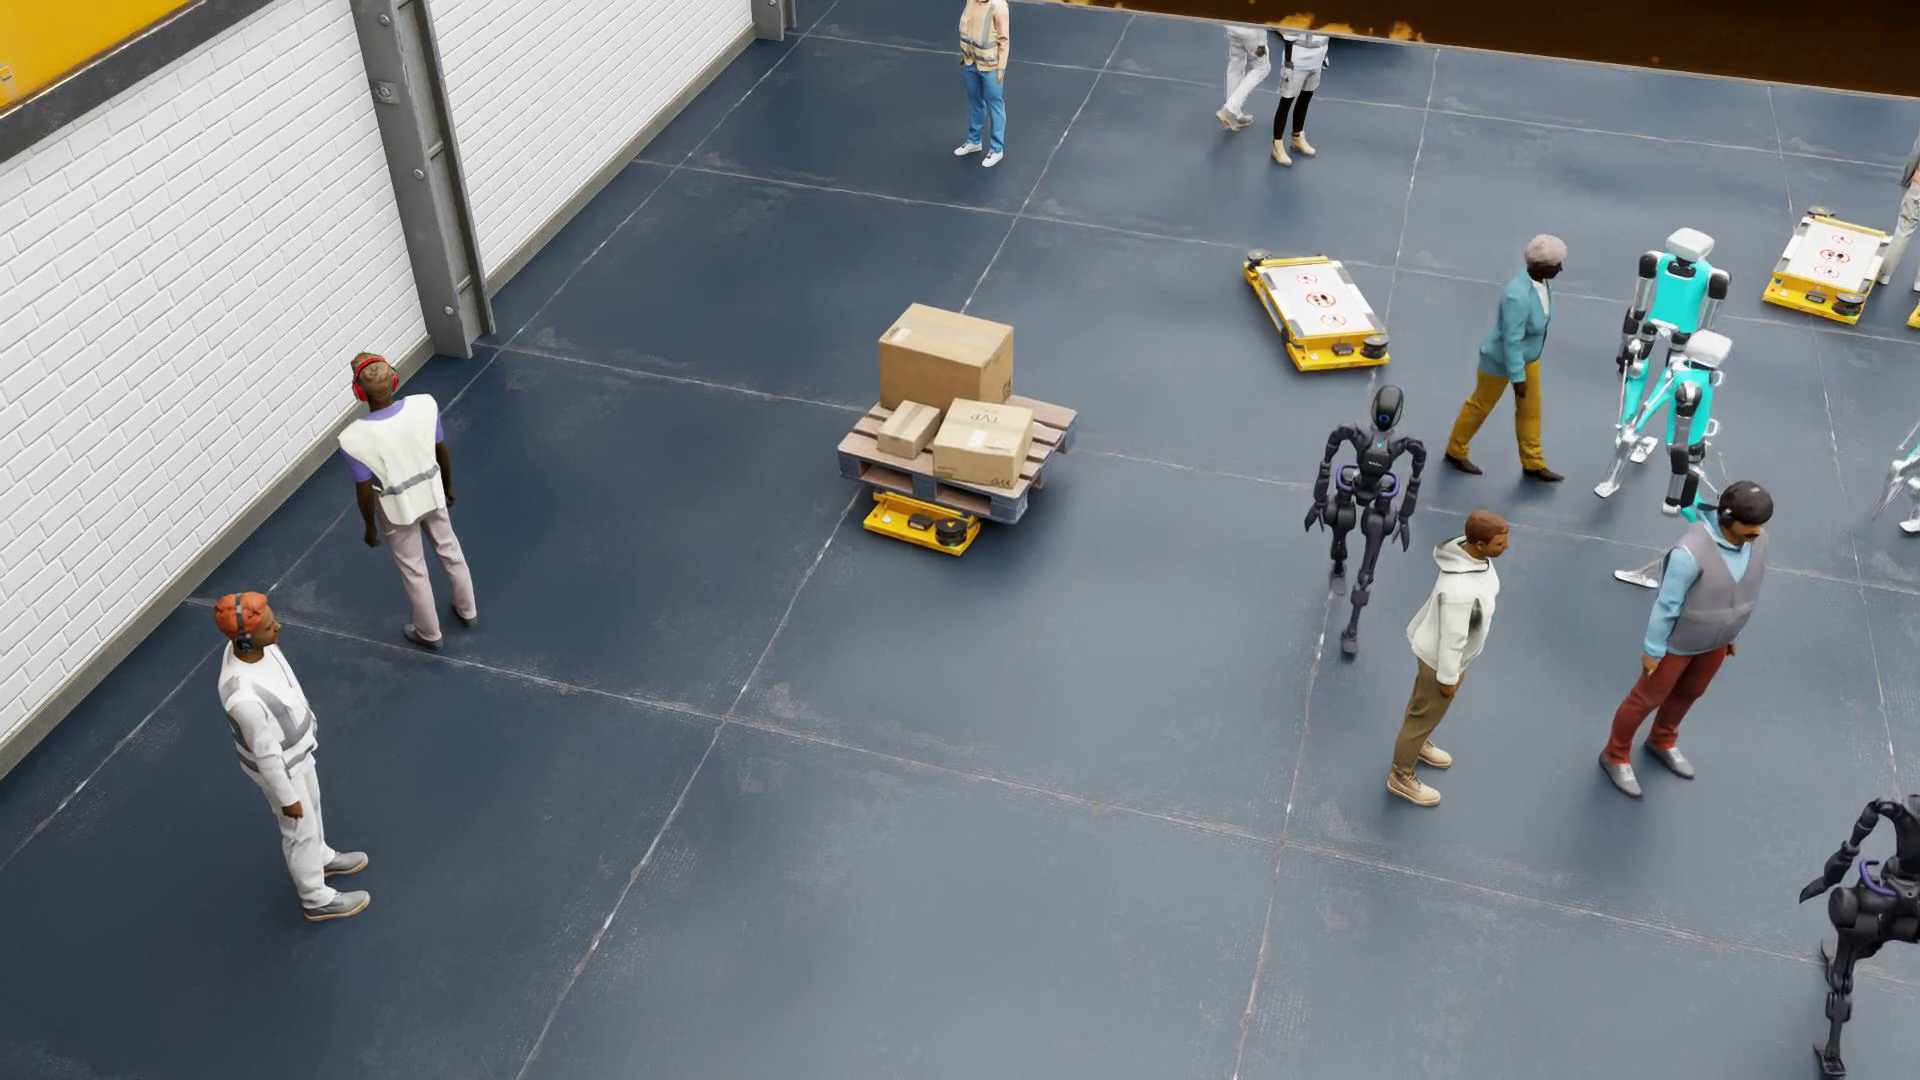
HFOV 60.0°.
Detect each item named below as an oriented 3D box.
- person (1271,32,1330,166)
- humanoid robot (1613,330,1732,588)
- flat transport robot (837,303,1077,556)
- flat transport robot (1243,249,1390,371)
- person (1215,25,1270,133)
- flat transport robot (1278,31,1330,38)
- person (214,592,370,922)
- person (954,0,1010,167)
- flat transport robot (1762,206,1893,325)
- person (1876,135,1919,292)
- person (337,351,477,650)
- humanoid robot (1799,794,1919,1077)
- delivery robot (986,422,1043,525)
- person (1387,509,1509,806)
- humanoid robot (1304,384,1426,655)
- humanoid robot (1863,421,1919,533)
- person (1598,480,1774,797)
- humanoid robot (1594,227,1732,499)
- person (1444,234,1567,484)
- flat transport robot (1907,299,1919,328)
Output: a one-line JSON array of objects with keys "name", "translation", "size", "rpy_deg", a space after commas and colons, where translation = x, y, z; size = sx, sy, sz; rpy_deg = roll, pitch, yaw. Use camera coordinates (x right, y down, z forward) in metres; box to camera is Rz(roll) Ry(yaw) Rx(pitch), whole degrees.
[{"name": "person", "translation": [2.861, -3.966, 13.796], "size": [0.529, 1.697, 0.321], "rpy_deg": [-25, 45, -28]}, {"name": "humanoid robot", "translation": [4.208, -0.298, 9.235], "size": [0.807, 1.795, 0.536], "rpy_deg": [17, 42, 20]}, {"name": "flat transport robot", "translation": [0.002, -0.443, 10.556], "size": [0.659, 0.231, 1.431], "rpy_deg": [16, 42, 19]}, {"name": "flat transport robot", "translation": [2.580, -1.698, 12.116], "size": [0.659, 0.231, 1.431], "rpy_deg": [-5, 39, -7]}, {"name": "person", "translation": [2.435, -4.358, 14.153], "size": [0.455, 1.871, 0.575], "rpy_deg": [-24, 45, -27]}, {"name": "flat transport robot", "translation": [3.777, -5.227, 16.506], "size": [1.431, 0.231, 0.659], "rpy_deg": [-11, 40, -14]}, {"name": "person", "translation": [-3.039, 0.980, 7.508], "size": [0.355, 1.878, 0.566], "rpy_deg": [-8, 39, -9]}, {"name": "person", "translation": [0.213, -3.967, 13.773], "size": [0.362, 1.730, 0.486], "rpy_deg": [-32, 48, -33]}, {"name": "flat transport robot", "translation": [6.607, -2.093, 12.607], "size": [0.659, 0.231, 1.431], "rpy_deg": [23, 44, 25]}, {"name": "person", "translation": [7.148, -2.591, 12.137], "size": [0.518, 1.635, 0.310], "rpy_deg": [16, 42, 19]}, {"name": "person", "translation": [-2.964, -0.181, 8.970], "size": [0.397, 1.846, 0.563], "rpy_deg": [31, 48, 33]}, {"name": "humanoid robot", "translation": [3.928, 1.509, 7.045], "size": [0.584, 1.629, 0.781], "rpy_deg": [7, 39, 9]}, {"name": "delivery robot", "translation": [0.203, -0.500, 10.407], "size": [0.499, 0.606, 0.807], "rpy_deg": [24, 45, 27]}, {"name": "person", "translation": [2.358, 0.547, 8.136], "size": [0.370, 1.759, 0.515], "rpy_deg": [13, 41, 15]}, {"name": "humanoid robot", "translation": [2.219, -0.199, 9.169], "size": [0.583, 1.615, 0.815], "rpy_deg": [8, 40, 10]}, {"name": "humanoid robot", "translation": [5.802, -0.685, 9.775], "size": [0.756, 1.899, 0.545], "rpy_deg": [-7, 39, -9]}, {"name": "person", "translation": [3.574, 0.461, 8.152], "size": [0.541, 1.872, 0.409], "rpy_deg": [-13, 40, -15]}, {"name": "humanoid robot", "translation": [4.147, -0.992, 10.086], "size": [0.558, 1.736, 1.040], "rpy_deg": [30, 47, 32]}, {"name": "person", "translation": [3.460, -1.056, 10.155], "size": [0.776, 1.725, 0.537], "rpy_deg": [30, 48, 32]}, {"name": "flat transport robot", "translation": [7.565, -1.832, 12.283], "size": [0.659, 0.231, 1.431], "rpy_deg": [27, 46, 30]}]
